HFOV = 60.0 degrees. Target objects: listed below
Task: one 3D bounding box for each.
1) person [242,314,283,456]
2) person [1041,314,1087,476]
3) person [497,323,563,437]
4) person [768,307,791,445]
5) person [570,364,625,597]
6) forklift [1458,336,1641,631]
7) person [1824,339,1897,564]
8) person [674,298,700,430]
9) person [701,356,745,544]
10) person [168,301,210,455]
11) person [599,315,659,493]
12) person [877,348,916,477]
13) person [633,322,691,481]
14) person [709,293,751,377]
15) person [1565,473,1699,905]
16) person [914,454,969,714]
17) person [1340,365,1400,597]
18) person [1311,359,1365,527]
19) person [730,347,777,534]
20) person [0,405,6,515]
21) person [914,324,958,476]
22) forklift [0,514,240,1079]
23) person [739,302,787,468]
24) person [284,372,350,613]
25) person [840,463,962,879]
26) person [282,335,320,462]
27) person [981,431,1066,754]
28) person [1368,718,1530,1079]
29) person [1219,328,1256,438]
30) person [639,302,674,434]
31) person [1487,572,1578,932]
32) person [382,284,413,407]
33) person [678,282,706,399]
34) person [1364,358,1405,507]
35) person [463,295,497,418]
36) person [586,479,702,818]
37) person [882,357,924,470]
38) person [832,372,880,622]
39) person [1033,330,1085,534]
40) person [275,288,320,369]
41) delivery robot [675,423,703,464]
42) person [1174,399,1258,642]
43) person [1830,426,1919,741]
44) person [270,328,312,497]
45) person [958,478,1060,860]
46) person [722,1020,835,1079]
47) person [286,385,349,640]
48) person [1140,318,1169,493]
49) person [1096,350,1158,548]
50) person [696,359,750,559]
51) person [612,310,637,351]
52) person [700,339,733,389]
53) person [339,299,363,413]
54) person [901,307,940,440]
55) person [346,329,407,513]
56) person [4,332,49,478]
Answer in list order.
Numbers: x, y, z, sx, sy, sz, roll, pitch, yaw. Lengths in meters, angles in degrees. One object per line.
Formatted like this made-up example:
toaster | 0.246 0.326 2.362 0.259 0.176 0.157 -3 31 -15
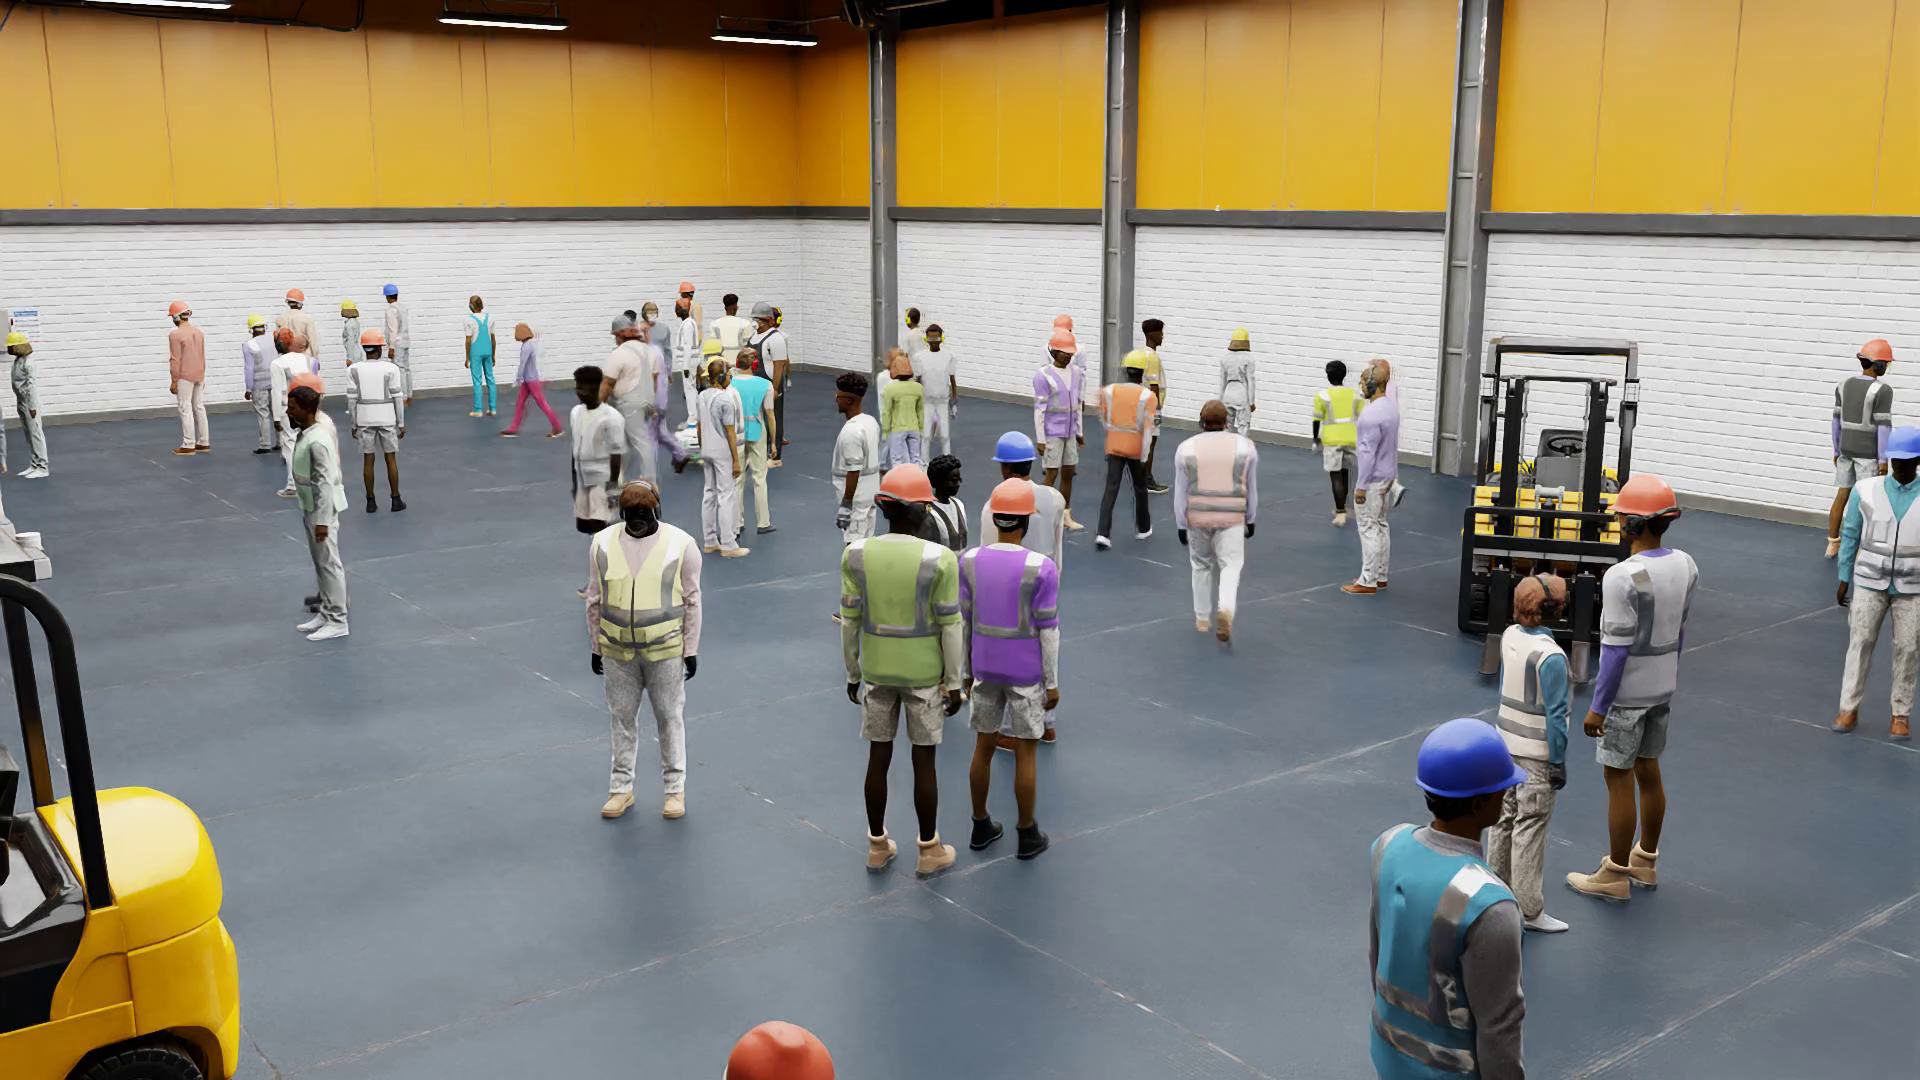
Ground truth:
person | -8.961 -1.993 21.391 0.404 1.823 0.592 6 13 28
person | 1.226 -1.722 19.807 0.550 1.933 0.373 2 12 11
person | -5.931 -2.192 22.934 0.890 1.581 0.503 -3 12 -14
person | -2.491 -2.177 22.212 0.524 1.857 0.340 4 12 18
person | -3.002 -0.523 14.013 0.606 1.945 0.674 9 15 38
forklift | 4.683 -0.471 13.136 1.214 2.155 2.313 4 12 20
person | 8.208 -0.803 15.107 0.393 2.041 0.614 -3 12 -15
person | -3.895 -2.521 23.806 0.350 1.879 0.579 -1 12 -6
person | -2.252 -0.841 15.851 0.403 1.817 0.601 -1 12 -4
person | -9.995 -2.095 21.514 0.411 1.980 0.626 2 12 11
person | -3.785 -1.548 18.713 0.969 2.000 0.705 5 13 22
person | -0.737 -1.453 19.331 0.558 1.595 0.698 -7 14 -31
person | -3.546 -1.635 19.558 0.761 1.878 0.676 -7 13 -29
person | -3.220 -2.495 23.469 0.609 1.963 0.367 0 12 1
person | 3.162 0.701 7.847 0.607 2.044 0.377 -9 15 -36
person | -0.123 0.279 10.749 0.321 1.689 0.530 7 14 31
person | 3.456 -0.494 13.909 0.383 1.929 0.634 7 13 29
person | 3.834 -0.991 16.909 0.543 1.663 0.728 -2 12 -10
person | -2.092 -0.969 16.390 0.570 1.843 0.373 2 12 11
person | -9.185 -0.745 15.519 0.522 1.761 0.321 -5 13 -21
person | -0.279 -1.582 19.320 0.511 1.862 0.325 0 12 0
forklift | -3.687 1.115 5.480 2.313 2.155 1.214 -9 15 -36
person | -2.443 -1.907 20.444 0.538 2.000 0.681 -8 14 -35
person | -5.173 -0.383 13.389 0.391 1.925 0.566 -6 13 -26
person | -0.274 0.639 8.148 0.611 2.040 0.393 4 12 18
person | -8.273 -1.773 20.889 0.515 1.597 0.870 2 12 10
person | 0.361 0.316 9.968 0.599 1.940 0.414 -9 14 -36
person | 1.324 1.430 4.548 0.381 1.951 0.605 -4 12 -18
person | 3.377 -1.702 20.204 0.488 1.737 0.326 11 16 41
person | -4.127 -2.221 22.253 0.636 1.928 0.387 -9 15 -38
person | 2.600 0.957 7.578 0.307 1.645 0.513 -2 12 -9
person | -8.912 -3.078 26.334 0.402 1.944 0.605 0 12 2
person | -4.438 -3.286 27.403 0.417 1.926 0.544 4 12 17
person | 4.524 -1.112 17.643 0.531 1.620 0.570 -8 14 -35
person | -7.236 -2.765 25.073 0.507 1.844 0.346 -11 16 -43
person | -1.694 0.585 8.908 0.624 1.840 0.429 1 12 3
person | -0.601 -1.141 17.765 0.499 1.624 0.303 -8 14 -32
person | -0.818 -0.332 13.019 0.366 1.967 0.602 3 12 12
person | 0.997 -1.057 16.384 0.612 2.029 0.407 -10 16 -41
person | -9.552 -2.634 24.064 0.608 1.996 0.380 2 12 8
delivery robot | -3.271 -1.187 20.349 0.477 0.478 0.707 -4 12 -18
person | 1.910 -0.144 12.472 0.627 1.821 0.777 2 12 10
person | 5.721 0.260 10.207 0.615 1.945 0.404 8 14 32
person | -7.398 -1.408 18.438 0.359 1.880 0.575 5 13 21
person | 0.255 0.646 8.394 0.546 1.929 0.387 6 13 27
person | -0.349 1.779 3.339 0.562 1.753 0.333 -11 16 -43
person | -4.835 -0.208 12.545 0.399 1.917 0.590 -7 13 -29
person | 2.150 -1.522 18.765 0.367 1.967 0.606 -2 12 -10
person | 1.589 -0.868 15.848 0.588 1.878 1.008 5 13 24
person | -2.211 -0.747 15.335 0.504 1.840 0.345 11 16 42
person | -4.738 -2.472 24.010 0.532 1.696 0.319 -2 12 -9
person | -2.653 -1.402 18.715 0.527 1.742 0.536 -10 16 -41
person | -9.365 -2.829 25.620 0.294 1.744 0.487 -2 12 -9
person | -0.562 -2.204 22.378 0.644 1.843 0.515 11 16 43
person | -6.147 -1.254 17.546 0.552 1.933 0.364 -2 12 -10
person | -11.081 -1.600 19.714 0.483 1.737 0.321 11 16 43
